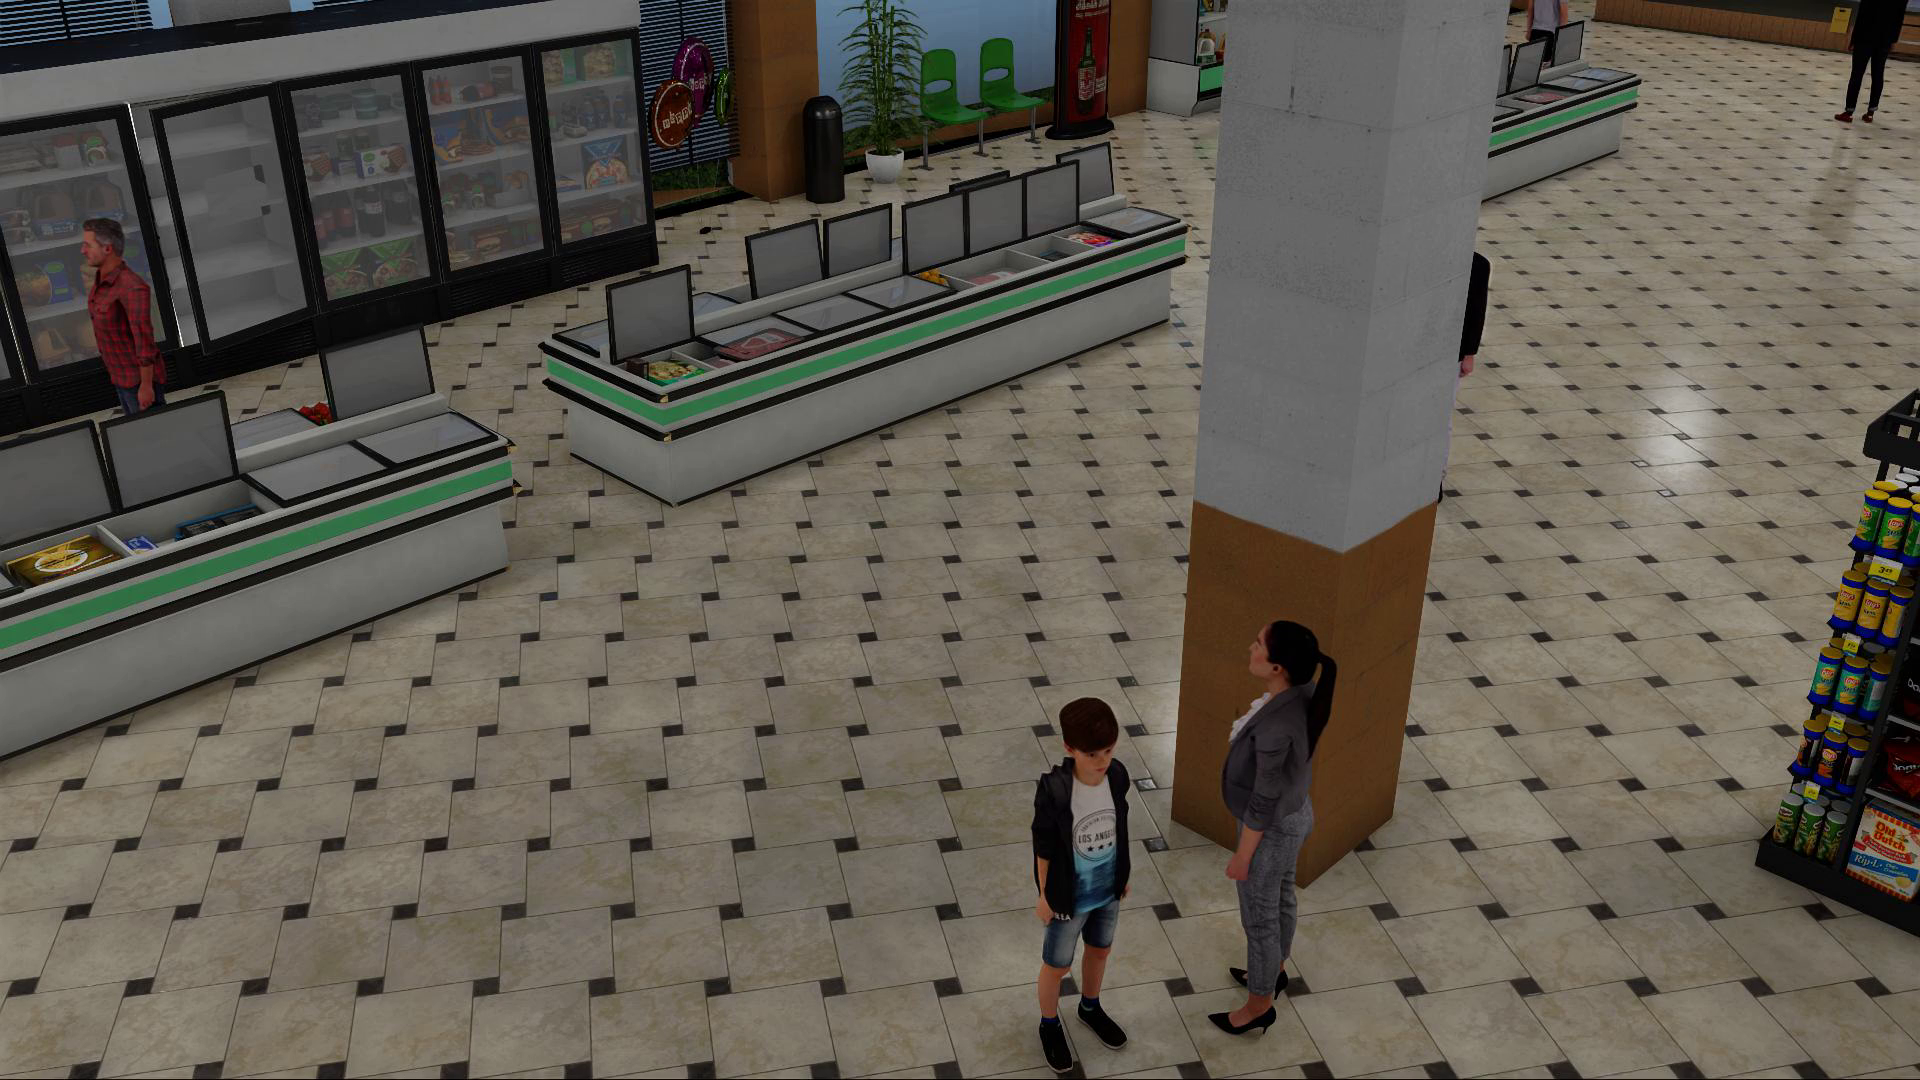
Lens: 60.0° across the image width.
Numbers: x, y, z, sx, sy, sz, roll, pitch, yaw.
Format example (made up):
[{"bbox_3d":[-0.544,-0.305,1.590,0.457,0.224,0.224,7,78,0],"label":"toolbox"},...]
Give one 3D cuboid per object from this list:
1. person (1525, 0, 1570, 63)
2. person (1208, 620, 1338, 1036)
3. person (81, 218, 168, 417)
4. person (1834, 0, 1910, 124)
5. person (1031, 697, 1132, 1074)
[{"bbox_3d":[6.738,-5.823,19.150,0.597,1.863,0.712,-18,32,-31],"label":"person"},{"bbox_3d":[1.099,1.022,5.858,0.749,1.678,0.627,13,30,24],"label":"person"},{"bbox_3d":[-4.753,-0.970,9.617,0.557,1.831,0.696,-21,34,-36],"label":"person"},{"bbox_3d":[10.399,-5.678,18.917,0.785,1.817,0.830,2,27,3],"label":"person"},{"bbox_3d":[0.430,1.186,5.789,0.524,1.447,0.647,-15,31,-27],"label":"person"}]
